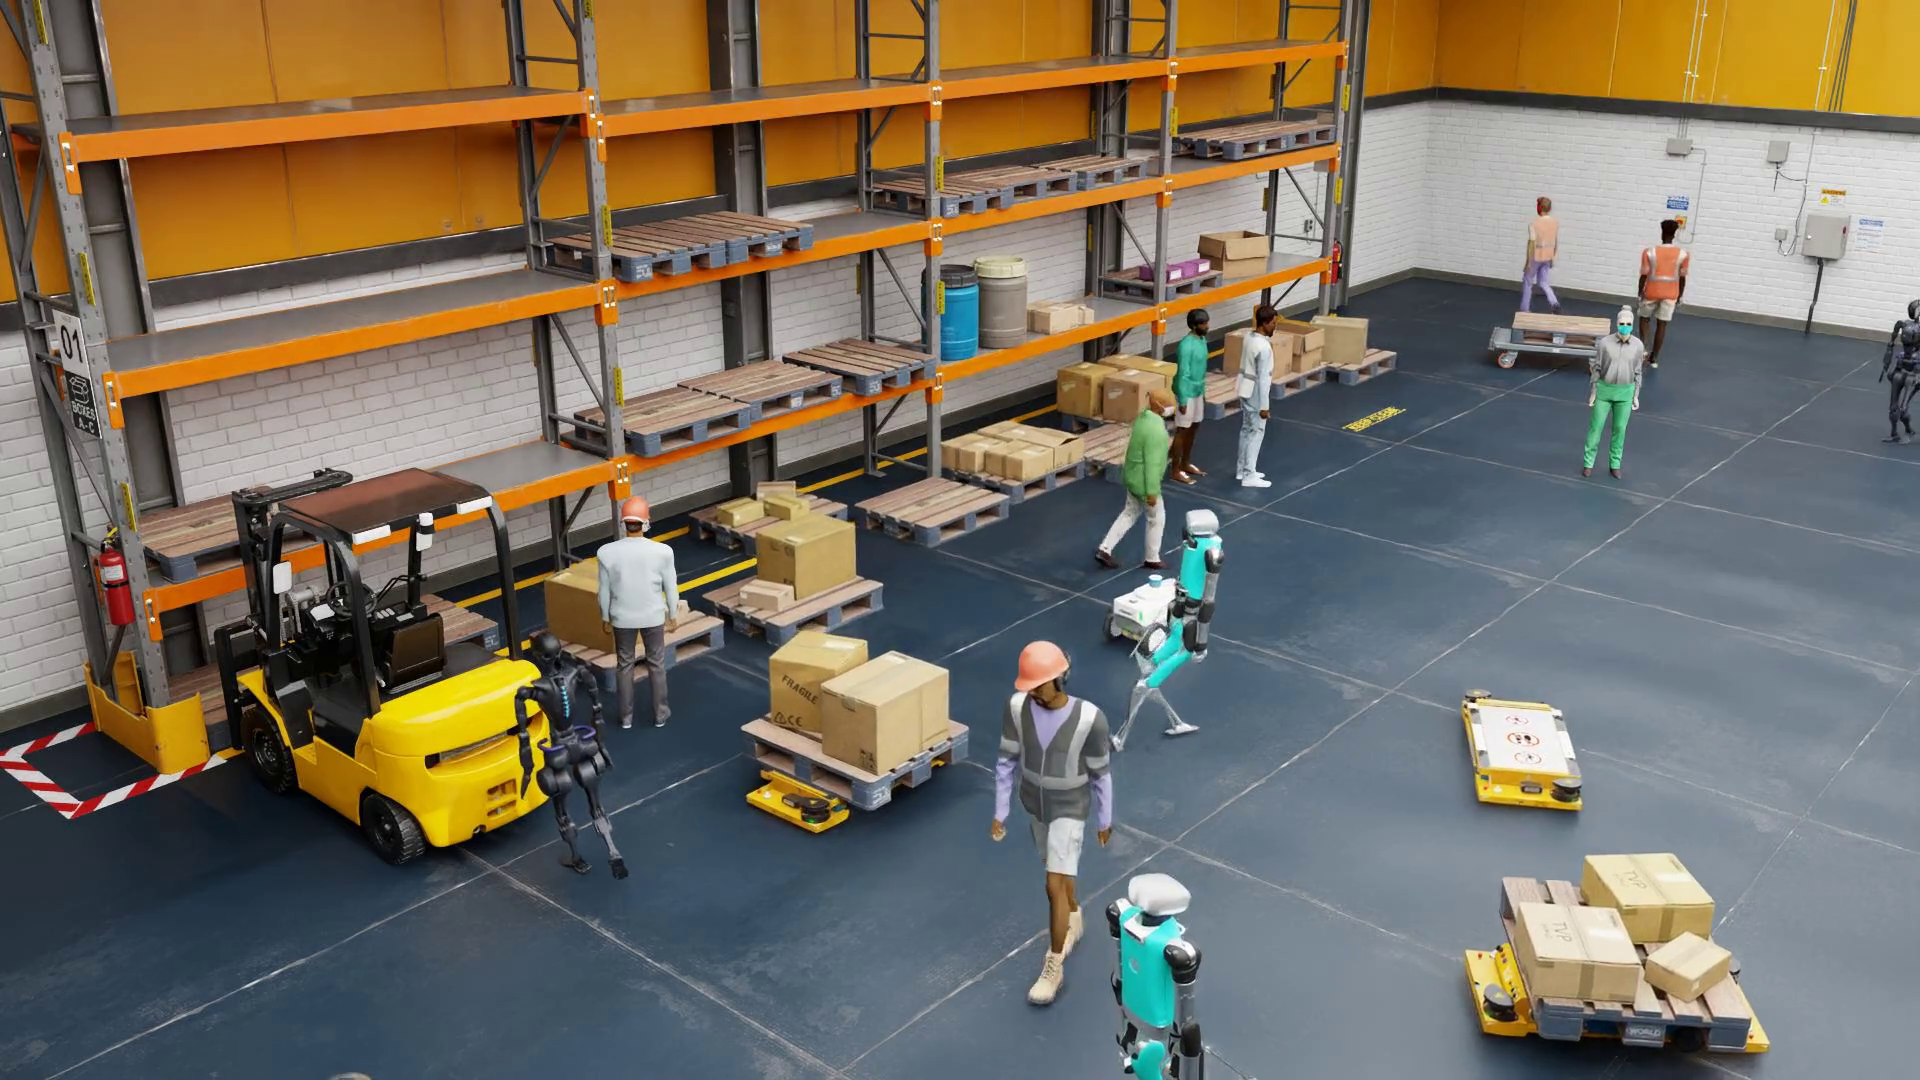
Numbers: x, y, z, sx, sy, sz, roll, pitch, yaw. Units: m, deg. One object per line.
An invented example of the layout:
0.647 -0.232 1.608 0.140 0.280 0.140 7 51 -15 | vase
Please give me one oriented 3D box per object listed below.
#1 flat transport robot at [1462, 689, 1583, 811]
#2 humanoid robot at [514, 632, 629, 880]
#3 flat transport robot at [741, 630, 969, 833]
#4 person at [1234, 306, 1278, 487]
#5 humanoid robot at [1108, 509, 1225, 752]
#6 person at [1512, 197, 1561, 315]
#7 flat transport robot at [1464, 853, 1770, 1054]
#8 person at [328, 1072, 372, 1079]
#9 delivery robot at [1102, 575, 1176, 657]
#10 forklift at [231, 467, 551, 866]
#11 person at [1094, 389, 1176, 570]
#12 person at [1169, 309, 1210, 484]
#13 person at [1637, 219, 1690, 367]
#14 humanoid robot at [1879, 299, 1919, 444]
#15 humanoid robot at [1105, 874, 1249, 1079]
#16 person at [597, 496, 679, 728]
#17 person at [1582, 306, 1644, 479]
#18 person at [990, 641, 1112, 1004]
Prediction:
3.905 1.452 11.616 0.659 0.231 1.431 4 21 11 | flat transport robot
-2.316 1.328 9.947 0.598 1.638 0.610 -16 26 -37 | humanoid robot
-0.708 1.558 11.331 0.659 0.231 1.431 16 26 37 | flat transport robot
3.063 -1.487 17.220 0.408 1.908 0.595 -3 20 -7 | person
1.360 0.681 11.674 0.870 1.832 0.562 -4 21 -10 | humanoid robot
8.577 -4.138 24.521 0.571 1.821 0.741 -9 22 -24 | person
3.506 2.437 8.949 1.431 0.231 0.659 2 20 7 | flat transport robot
-2.051 2.686 5.866 0.634 1.936 0.355 -5 21 -13 | person
1.576 0.580 13.559 0.790 0.589 0.499 -17 26 -39 | delivery robot
-3.730 0.710 10.856 2.313 2.155 1.214 17 26 38 | forklift
1.567 -0.521 14.849 0.735 1.738 0.623 -1 20 -3 | person
2.394 -1.518 17.401 0.397 1.841 0.509 12 23 29 | person
9.250 -3.256 21.957 0.607 1.951 0.431 6 21 16 | person
10.601 -1.885 18.613 0.346 1.646 0.611 -9 22 -23 | humanoid robot
1.004 2.295 7.377 0.704 1.915 0.551 -12 24 -30 | humanoid robot
-2.312 0.524 12.007 0.571 1.739 0.347 -3 20 -8 | person
6.887 -1.553 17.495 0.511 1.839 0.341 4 21 11 | person
0.466 1.494 9.017 0.621 1.990 0.943 12 23 29 | person
